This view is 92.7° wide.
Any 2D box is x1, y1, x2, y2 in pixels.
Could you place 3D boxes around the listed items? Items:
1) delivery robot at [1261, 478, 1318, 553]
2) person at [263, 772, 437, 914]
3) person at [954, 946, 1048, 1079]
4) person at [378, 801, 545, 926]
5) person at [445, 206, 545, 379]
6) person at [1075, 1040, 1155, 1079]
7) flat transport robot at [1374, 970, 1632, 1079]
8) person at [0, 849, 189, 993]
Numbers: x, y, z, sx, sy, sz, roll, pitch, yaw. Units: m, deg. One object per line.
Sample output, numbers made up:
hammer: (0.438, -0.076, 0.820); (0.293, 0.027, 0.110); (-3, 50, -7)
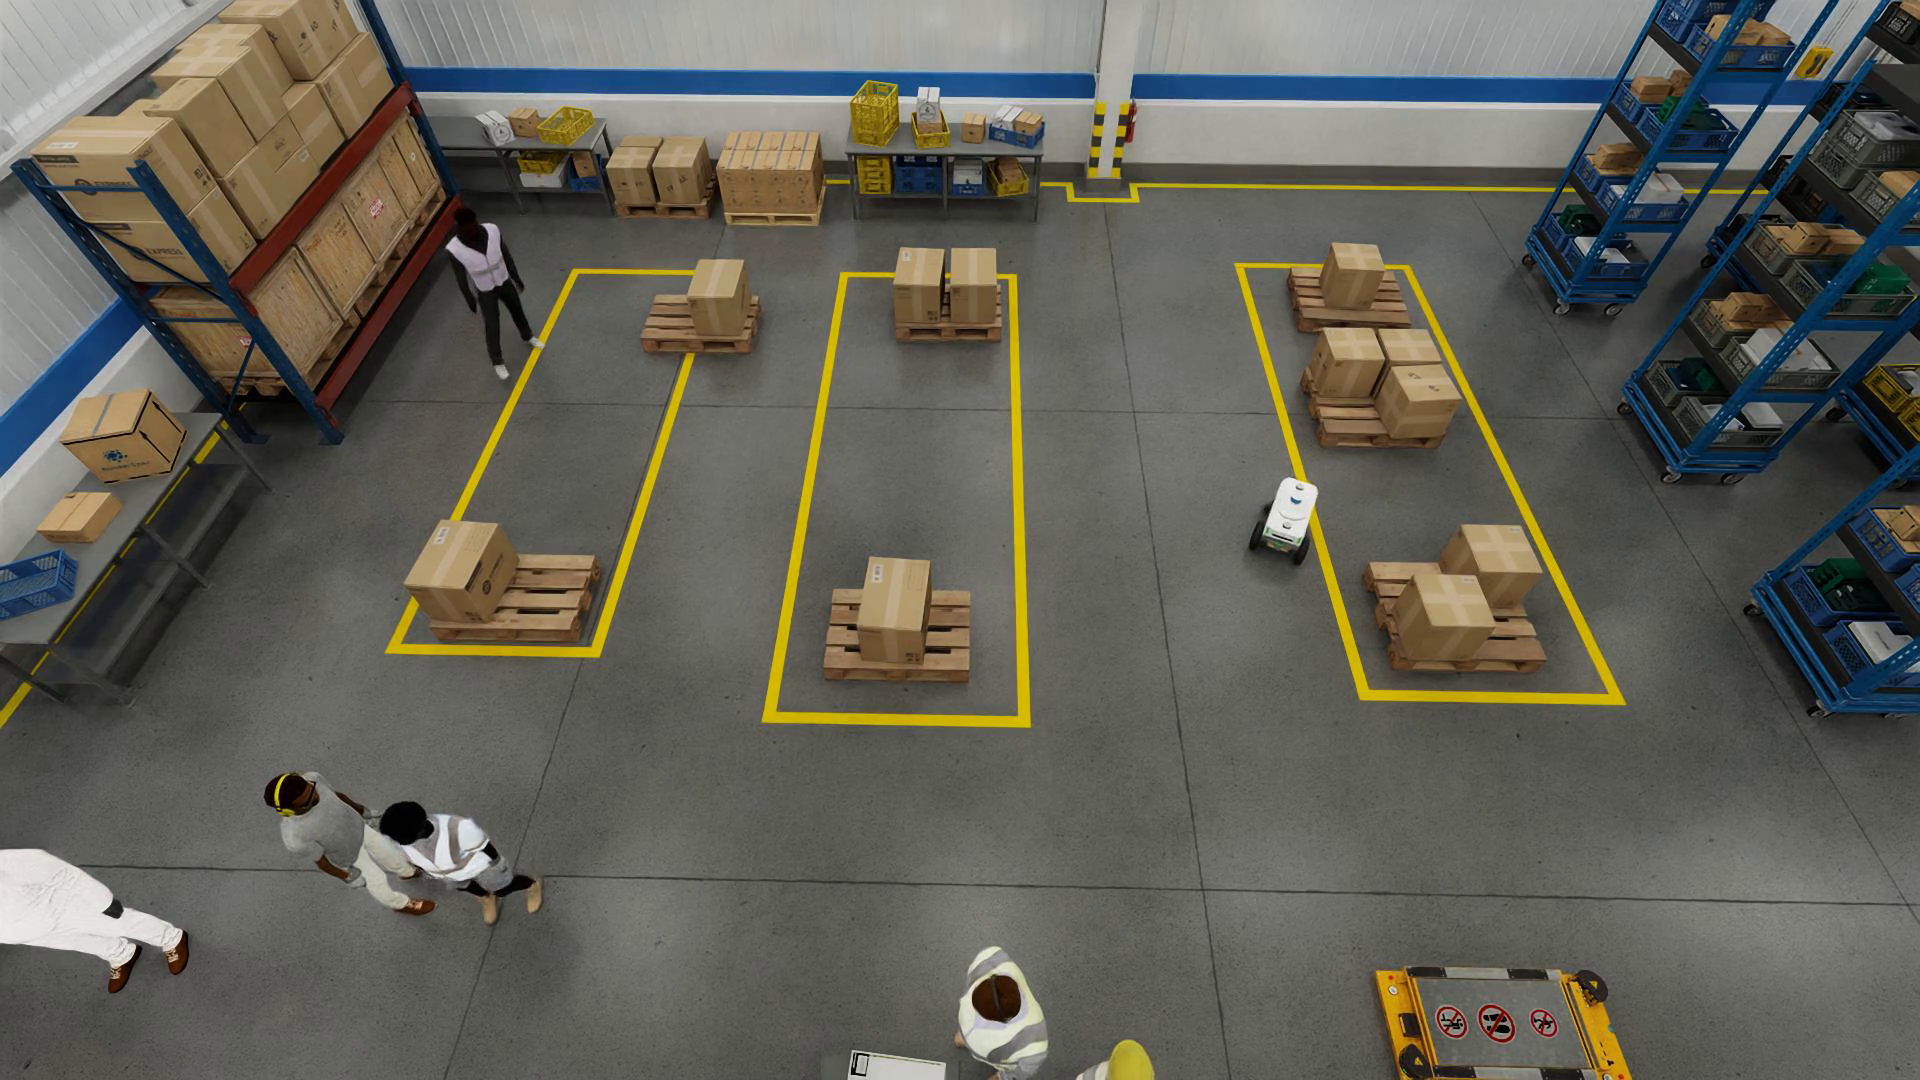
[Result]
delivery robot: (3.041, -0.245, 8.427); (0.477, 0.478, 0.707); (21, 54, 16)
person: (-3.877, 1.944, 5.872); (0.329, 1.856, 0.518); (-9, 51, -7)
person: (0.210, 2.778, 5.202); (0.430, 1.837, 0.623); (-22, 54, -17)
person: (-3.200, 2.059, 5.883); (0.545, 1.679, 0.328); (-4, 51, -3)
person: (-4.915, -2.647, 9.596); (0.463, 1.889, 0.693); (30, 57, 22)
person: (0.827, 3.081, 4.965); (0.599, 1.824, 0.403); (11, 52, 8)
flat transport robot: (3.501, 3.133, 5.914); (1.431, 0.197, 0.652); (1, 51, 1)
person: (-5.510, 2.295, 5.551); (0.651, 1.904, 0.403); (-13, 52, -11)
